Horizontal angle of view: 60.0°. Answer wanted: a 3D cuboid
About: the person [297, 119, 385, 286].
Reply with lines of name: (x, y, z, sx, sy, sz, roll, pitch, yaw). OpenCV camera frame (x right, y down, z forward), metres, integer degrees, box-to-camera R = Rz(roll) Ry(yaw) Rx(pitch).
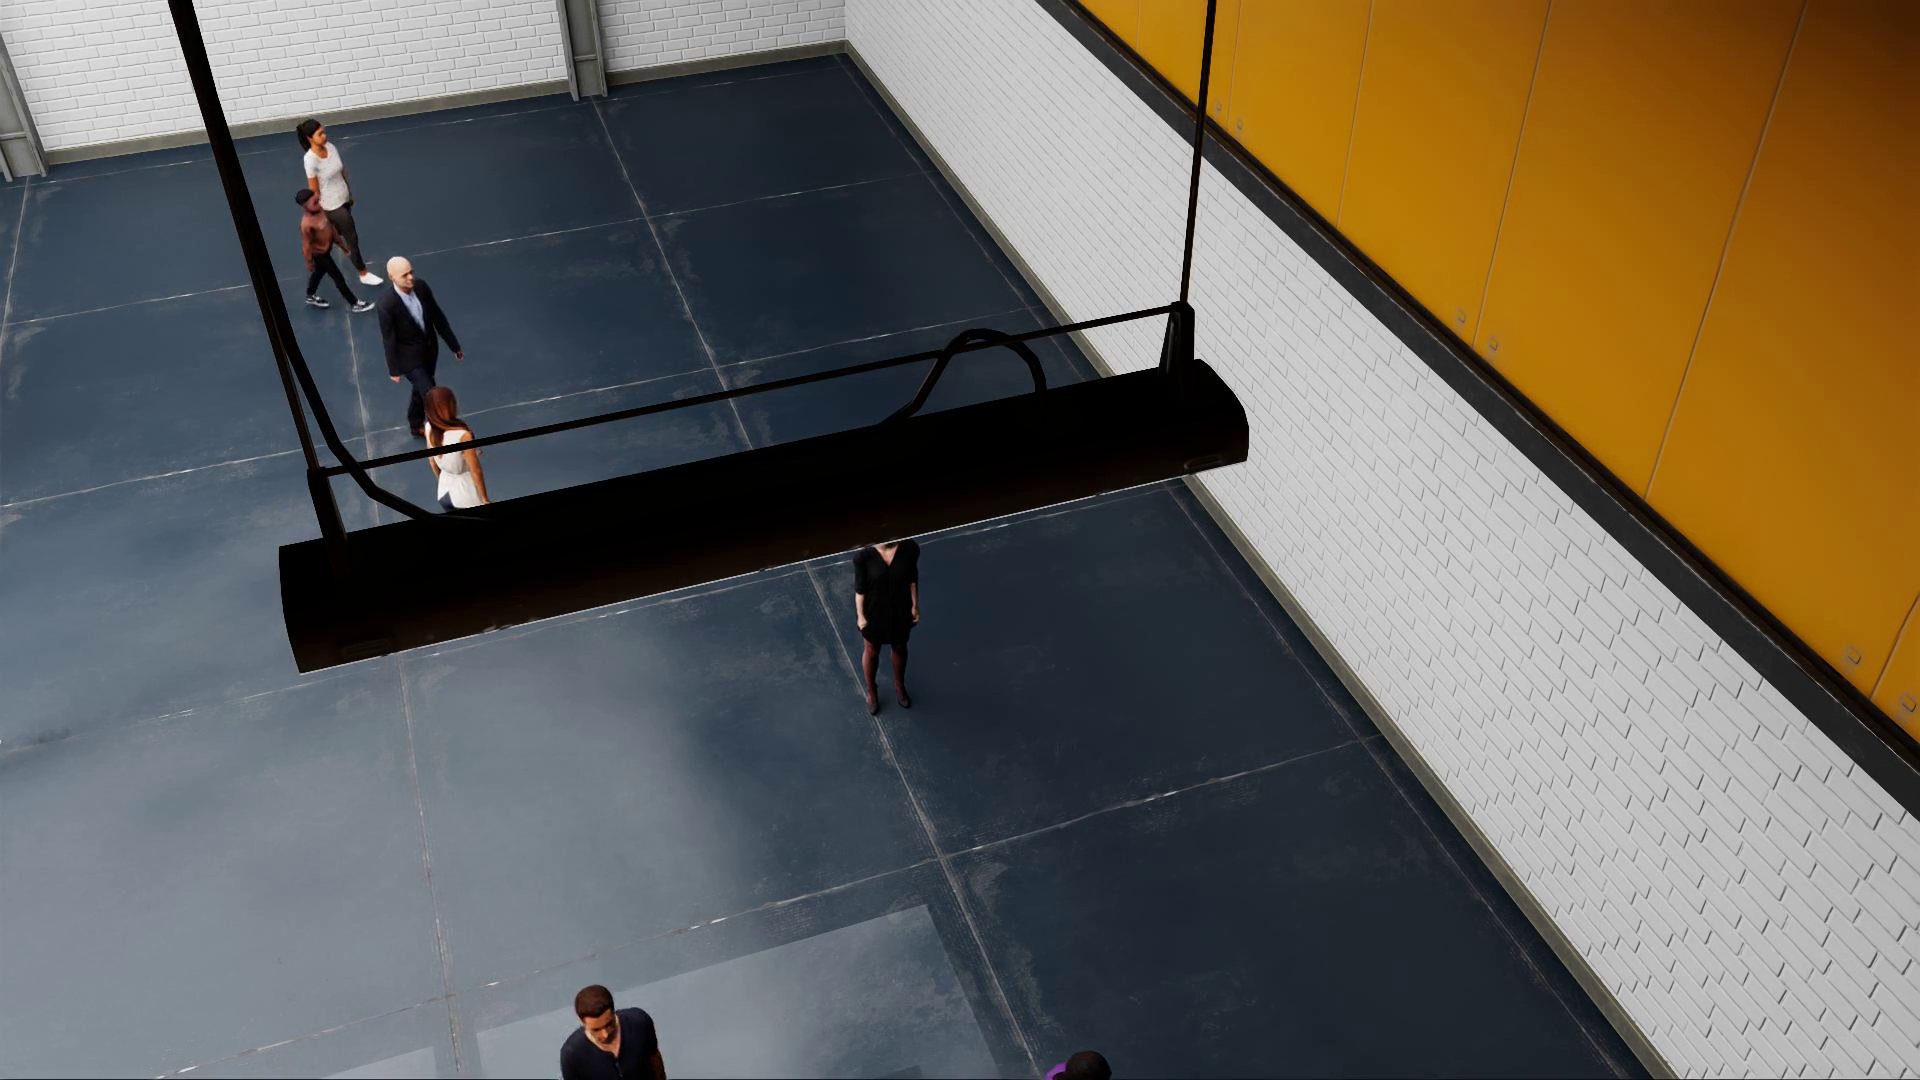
person: (-5.895, -3.153, 15.504, 1.116, 1.621, 0.946, 9, 40, 11)

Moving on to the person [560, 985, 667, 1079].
person: (-1.659, 2.678, 8.027, 0.615, 1.841, 0.770, -20, 43, -23)

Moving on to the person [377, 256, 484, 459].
person: (-4.386, -1.489, 13.309, 1.190, 1.760, 1.171, 19, 42, 22)

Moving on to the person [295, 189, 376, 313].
person: (-5.884, -2.630, 15.170, 0.991, 1.221, 0.772, 3, 39, 4)

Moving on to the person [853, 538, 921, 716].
person: (-0.480, 0.457, 10.918, 0.453, 1.704, 0.660, -10, 40, -12)

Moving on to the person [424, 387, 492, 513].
person: (-3.542, -0.310, 11.813, 0.663, 1.785, 0.711, 19, 42, 22)
